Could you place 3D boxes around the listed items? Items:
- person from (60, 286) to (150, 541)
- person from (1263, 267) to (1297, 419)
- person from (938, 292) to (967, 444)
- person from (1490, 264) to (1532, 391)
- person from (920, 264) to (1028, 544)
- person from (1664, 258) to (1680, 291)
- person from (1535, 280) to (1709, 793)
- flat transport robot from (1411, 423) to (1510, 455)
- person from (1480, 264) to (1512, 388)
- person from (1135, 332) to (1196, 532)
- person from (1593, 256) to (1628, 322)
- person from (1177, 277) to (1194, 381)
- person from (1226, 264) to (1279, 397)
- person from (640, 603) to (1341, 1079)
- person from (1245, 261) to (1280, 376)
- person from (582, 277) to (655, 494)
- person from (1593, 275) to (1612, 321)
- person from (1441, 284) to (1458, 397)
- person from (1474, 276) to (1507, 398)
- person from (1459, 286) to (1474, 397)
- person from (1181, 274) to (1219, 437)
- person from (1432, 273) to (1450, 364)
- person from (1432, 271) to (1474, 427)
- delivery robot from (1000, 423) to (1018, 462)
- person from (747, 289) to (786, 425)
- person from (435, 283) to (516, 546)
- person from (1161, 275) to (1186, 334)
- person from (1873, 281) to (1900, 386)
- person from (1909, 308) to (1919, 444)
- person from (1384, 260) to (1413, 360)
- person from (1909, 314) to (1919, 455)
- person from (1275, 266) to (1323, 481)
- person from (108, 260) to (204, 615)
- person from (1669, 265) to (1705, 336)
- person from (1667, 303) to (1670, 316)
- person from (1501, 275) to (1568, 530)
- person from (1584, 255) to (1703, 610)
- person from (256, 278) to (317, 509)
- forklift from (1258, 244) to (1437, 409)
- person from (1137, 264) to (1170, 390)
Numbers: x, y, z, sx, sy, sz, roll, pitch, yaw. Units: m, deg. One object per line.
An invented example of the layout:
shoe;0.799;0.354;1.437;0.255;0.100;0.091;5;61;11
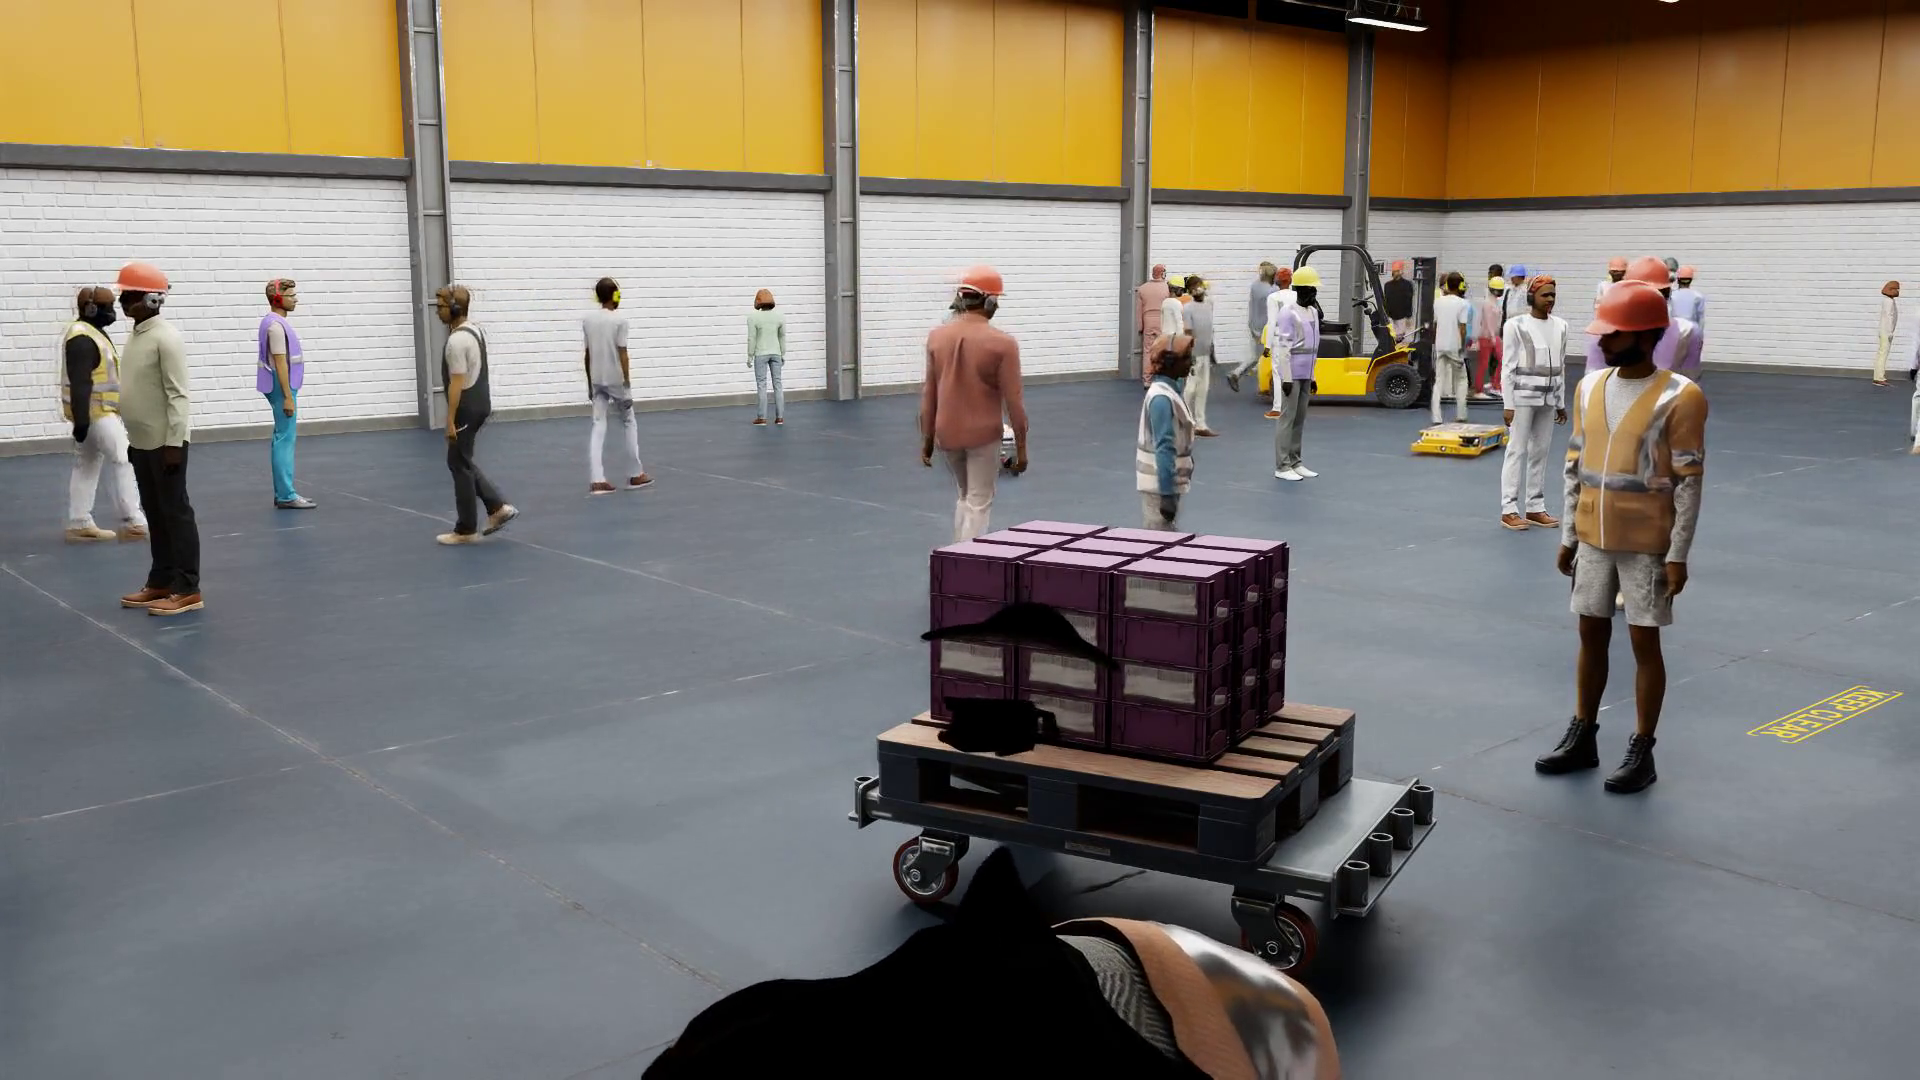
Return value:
person;-6.011;-0.886;11.821;0.785;1.810;0.622;-4;11;-23
person;4.028;-2.443;20.700;0.581;1.882;0.339;-6;11;-30
person;0.009;-1.837;17.610;0.515;1.714;0.377;2;10;10
person;8.422;-3.163;24.853;0.871;1.914;0.615;-3;10;-16
person;0.132;-0.603;9.659;0.663;1.969;0.648;7;12;34
person;11.199;-3.487;26.355;0.700;2.000;0.993;1;10;8
person;2.510;-0.009;6.310;0.376;1.933;0.545;-6;12;-33
flat transport robot;5.245;-1.068;17.365;0.652;0.197;1.431;6;11;31
person;8.179;-3.254;25.404;0.445;1.901;0.604;-3;10;-18
person;1.057;-0.252;8.588;0.310;1.637;0.524;2;10;11
person;9.387;-3.038;23.802;0.606;2.020;0.628;-8;13;-40
person;3.638;-3.396;26.857;0.529;1.690;0.321;4;11;24
person;4.244;-2.983;23.790;0.670;1.912;0.642;-1;10;-7
person;0.015;0.895;1.059;0.584;1.919;0.382;-5;11;-29
person;5.089;-3.696;27.875;0.372;1.940;0.632;-8;13;-41
person;-2.964;-1.336;14.351;0.565;1.833;0.860;4;11;24
person;9.656;-3.057;24.670;0.524;1.760;0.328;4;11;23
person;6.870;-2.772;23.366;0.312;1.632;0.514;9;13;41
person;7.567;-2.845;23.502;0.578;1.736;0.519;9;13;43
person;7.124;-2.904;24.005;0.722;1.665;0.545;8;13;39
person;2.644;-2.035;18.502;0.345;1.831;0.650;9;13;42
person;6.896;-2.953;23.990;0.974;1.791;0.644;-1;10;-4
person;5.757;-2.206;19.429;0.781;1.841;0.523;-9;14;-44
delivery robot;0.309;-0.943;15.531;0.477;0.478;0.707;-3;10;-15
person;-2.321;-2.192;19.965;0.498;1.632;0.285;-5;11;-29
person;-3.443;-0.862;11.581;0.437;1.835;0.550;0;10;-2
person;2.913;-2.711;22.640;0.324;1.760;0.523;-4;10;-20
person;14.536;-3.233;26.056;0.279;1.634;0.499;4;10;20
person;10.409;-1.914;17.743;0.403;1.837;0.586;1;10;7
person;7.839;-4.004;29.631;0.903;1.967;0.624;-8;13;-39
person;10.154;-1.768;17.011;0.950;1.789;0.653;-4;10;-21
person;3.085;-1.509;15.102;0.379;1.928;0.585;8;12;38
person;-4.573;-0.577;9.448;0.609;1.997;0.375;8;13;41
person;10.045;-2.867;23.134;0.550;1.902;0.971;3;10;19
person;7.980;-2.221;19.394;0.567;1.879;0.991;7;12;36
person;4.269;-1.018;12.359;0.578;1.883;0.353;-4;11;-24
person;3.839;-0.585;9.409;0.633;2.021;0.524;3;10;17
person;-5.436;-1.167;13.340;0.382;1.845;0.571;-5;11;-25
forklift;5.256;-2.933;22.661;2.313;2.155;1.214;3;10;16
person;3.005;-3.224;25.208;0.646;1.907;0.401;5;11;28
